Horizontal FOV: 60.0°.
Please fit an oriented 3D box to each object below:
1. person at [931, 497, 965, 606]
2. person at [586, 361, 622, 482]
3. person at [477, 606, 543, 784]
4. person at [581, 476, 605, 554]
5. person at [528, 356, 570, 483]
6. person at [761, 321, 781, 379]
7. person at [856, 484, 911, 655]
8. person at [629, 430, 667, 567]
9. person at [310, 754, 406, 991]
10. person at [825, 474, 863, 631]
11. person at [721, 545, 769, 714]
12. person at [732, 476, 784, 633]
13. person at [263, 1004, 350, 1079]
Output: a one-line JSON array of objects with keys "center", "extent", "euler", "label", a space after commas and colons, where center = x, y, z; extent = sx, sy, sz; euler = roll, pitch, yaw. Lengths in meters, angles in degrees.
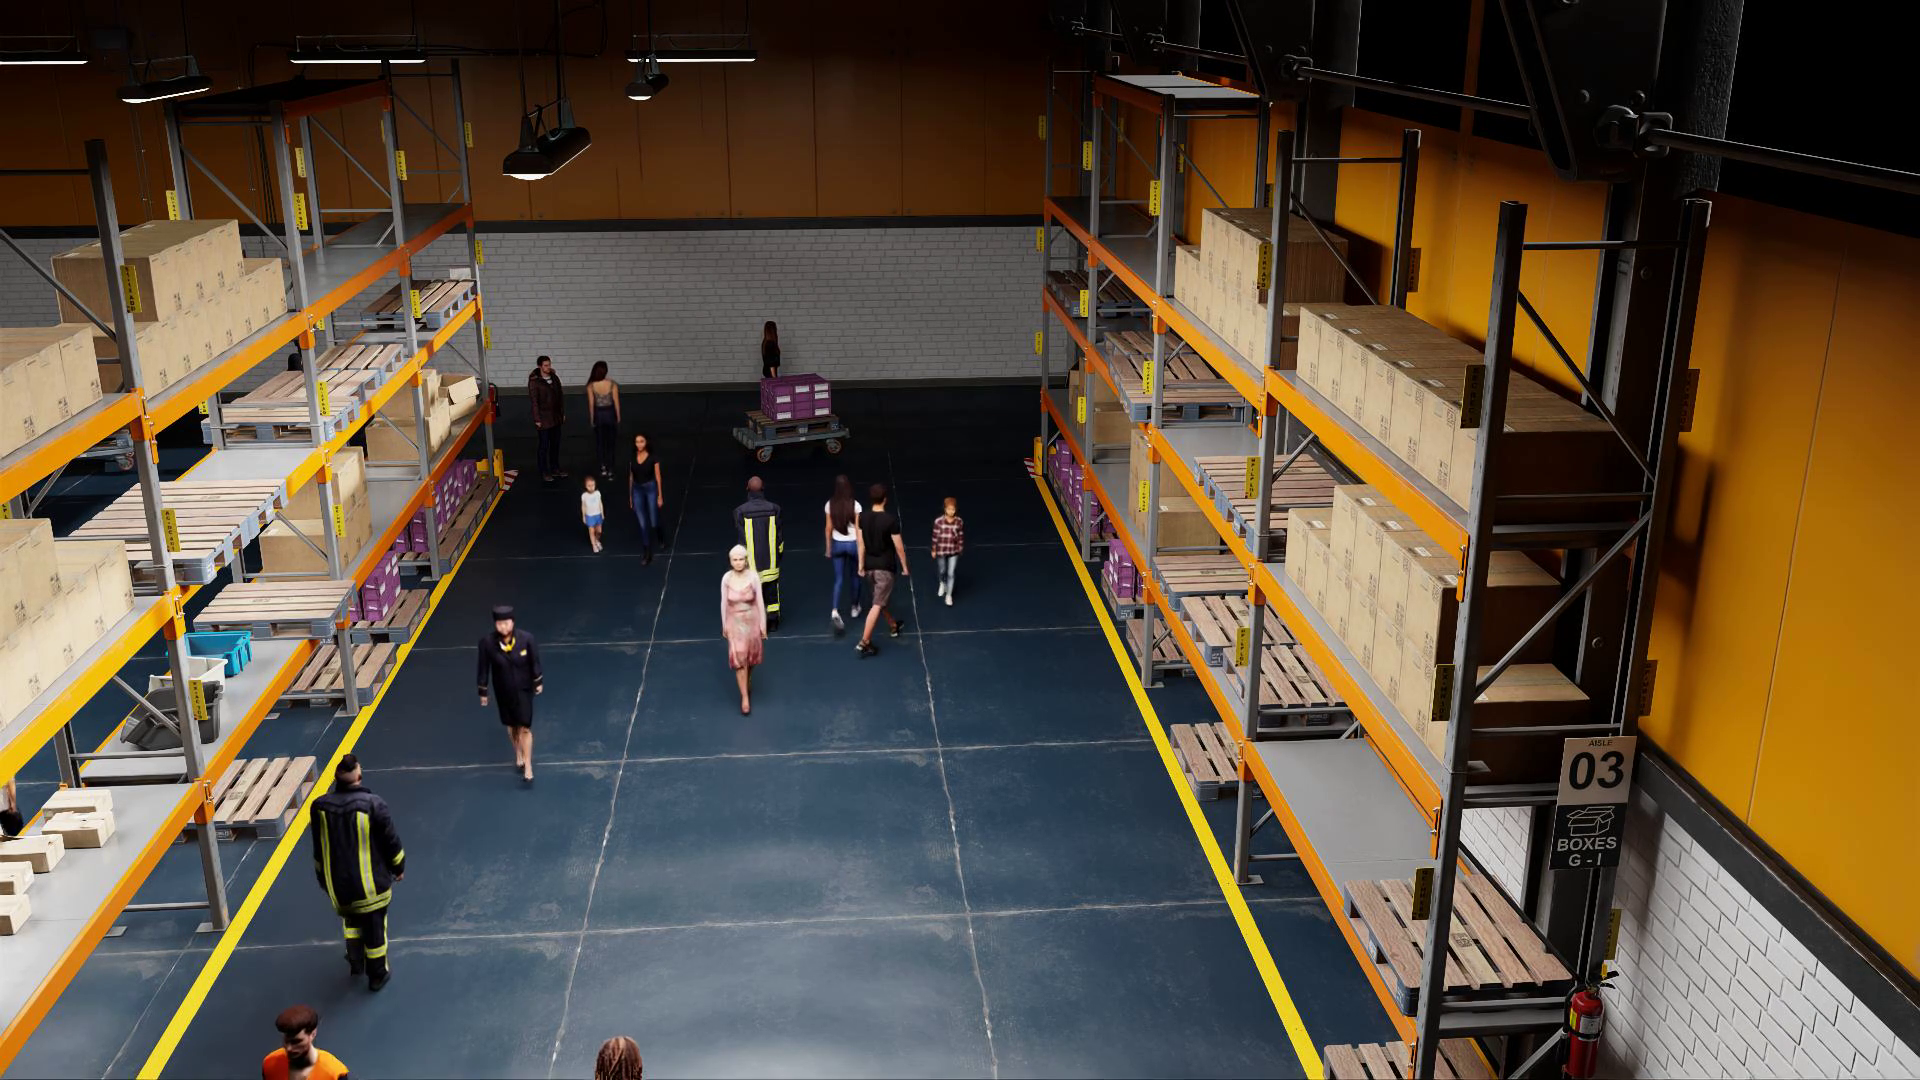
[{"center": [-0.159, 0.091, 19.637], "extent": [0.551, 1.295, 0.904], "euler": [1, 19, 2], "label": "person"}, {"center": [-5.176, -1.723, 24.304], "extent": [0.628, 1.754, 0.696], "euler": [-3, 19, -8], "label": "person"}, {"center": [-4.104, 1.363, 15.304], "extent": [0.763, 1.649, 0.886], "euler": [-3, 19, -10], "label": "person"}, {"center": [-4.722, -0.345, 21.370], "extent": [0.481, 1.016, 0.496], "euler": [-8, 20, -23], "label": "person"}, {"center": [-6.049, -1.805, 24.401], "extent": [0.940, 1.848, 0.851], "euler": [11, 22, 30], "label": "person"}, {"center": [-3.152, -2.774, 27.491], "extent": [0.681, 1.712, 0.505], "euler": [-4, 19, -12], "label": "person"}, {"center": [-0.914, 0.333, 18.076], "extent": [1.144, 1.833, 1.305], "euler": [13, 22, 33], "label": "person"}, {"center": [-3.928, -0.565, 20.909], "extent": [0.687, 1.727, 0.863], "euler": [3, 19, 9], "label": "person"}, {"center": [-4.344, 2.403, 11.906], "extent": [0.789, 1.848, 0.730], "euler": [0, 19, 0], "label": "person"}, {"center": [-1.317, 0.158, 18.733], "extent": [0.798, 1.746, 1.179], "euler": [3, 19, 10], "label": "person"}, {"center": [-2.183, 0.852, 16.811], "extent": [0.657, 1.656, 1.039], "euler": [-3, 19, -10], "label": "person"}, {"center": [-2.256, 0.153, 18.628], "extent": [0.832, 1.821, 0.795], "euler": [-8, 20, -22], "label": "person"}, {"center": [-3.542, 3.329, 9.126], "extent": [0.925, 1.867, 1.149], "euler": [5, 19, 13], "label": "person"}]
